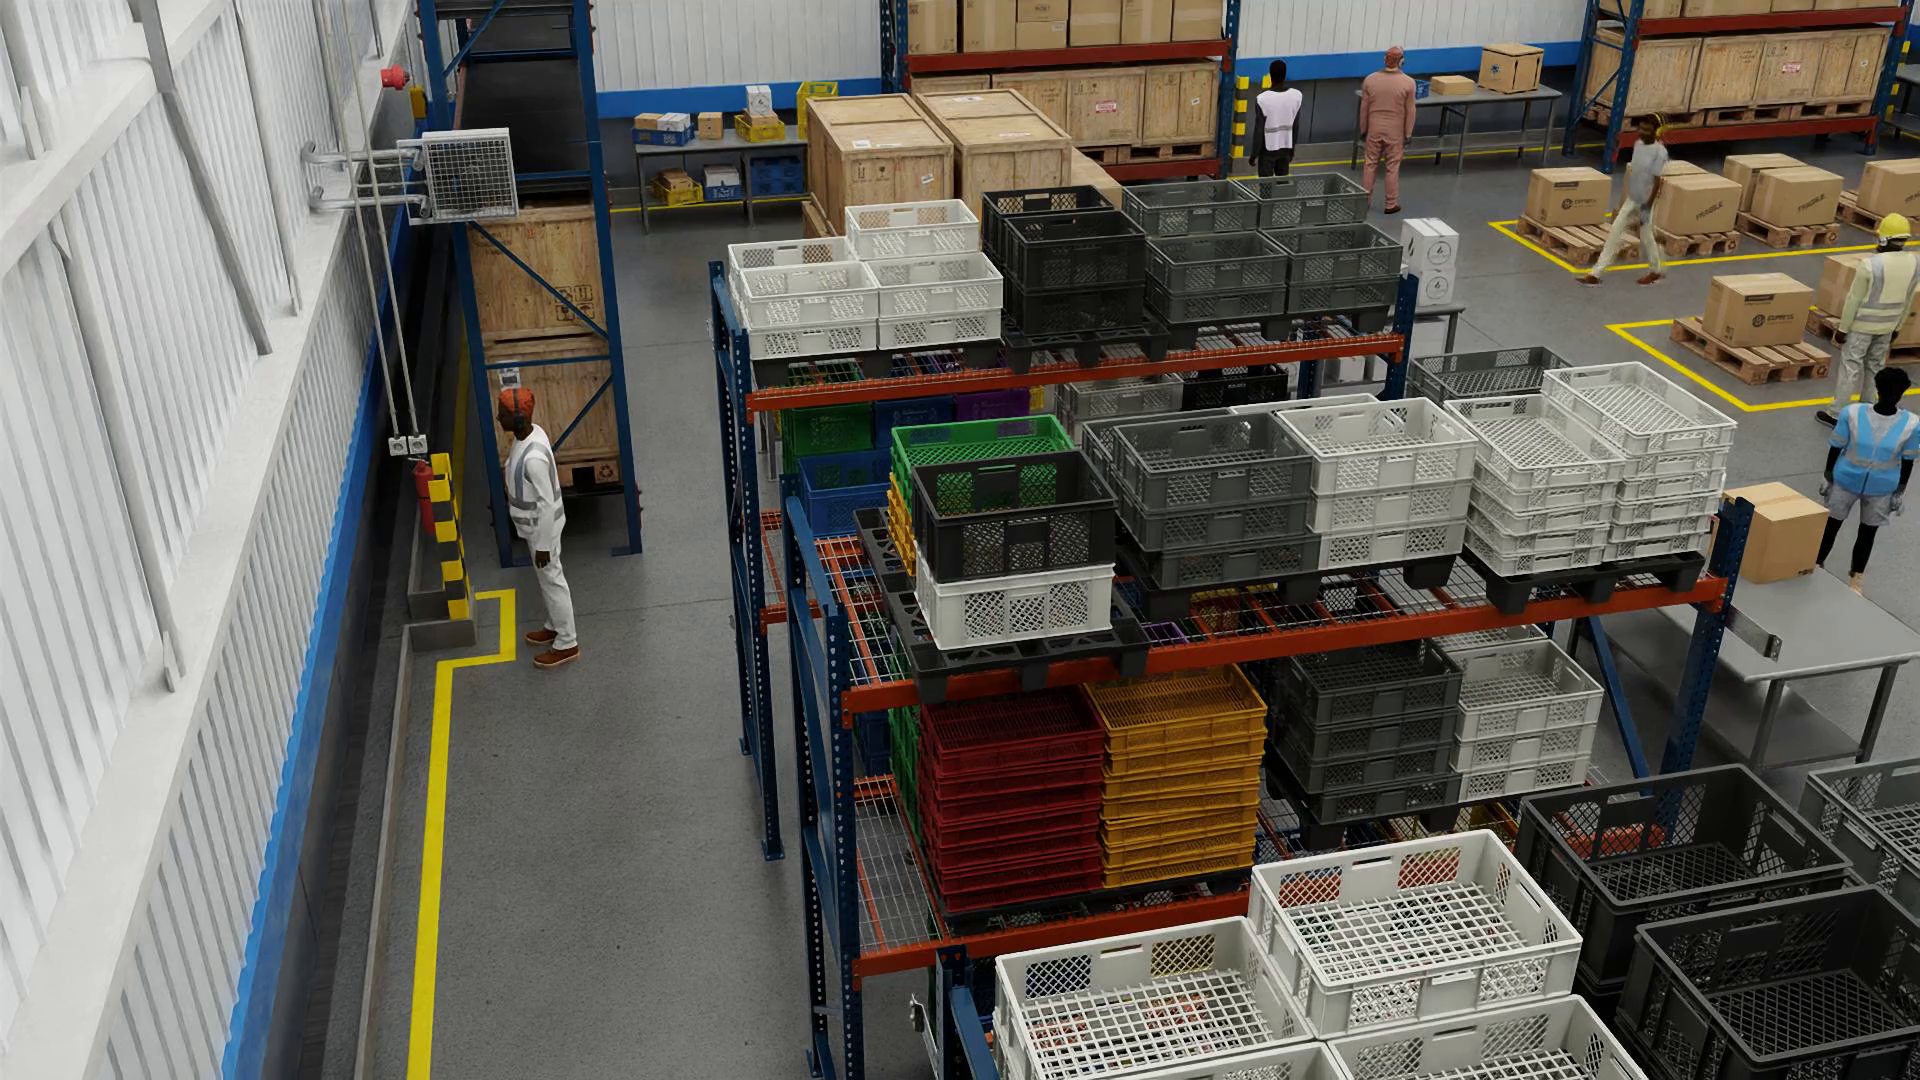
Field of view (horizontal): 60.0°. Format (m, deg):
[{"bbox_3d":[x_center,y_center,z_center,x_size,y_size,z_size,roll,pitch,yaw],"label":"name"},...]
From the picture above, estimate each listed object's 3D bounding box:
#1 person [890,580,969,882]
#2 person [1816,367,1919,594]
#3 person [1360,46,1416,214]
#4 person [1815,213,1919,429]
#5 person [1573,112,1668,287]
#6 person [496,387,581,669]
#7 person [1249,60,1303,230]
[{"bbox_3d":[-0.103,0.909,8.515,0.361,1.939,0.635,-18,33,-30],"label":"person"},{"bbox_3d":[6.094,-0.367,11.199,0.564,1.695,0.316,14,31,25],"label":"person"},{"bbox_3d":[4.949,-4.752,19.292,0.640,1.908,0.409,14,31,25],"label":"person"},{"bbox_3d":[7.542,-1.801,13.784,0.586,1.823,0.403,-5,28,-10],"label":"person"},{"bbox_3d":[6.891,-3.442,16.915,0.978,1.814,0.526,-8,29,-15],"label":"person"},{"bbox_3d":[-2.652,-0.085,10.461,0.342,1.882,0.579,-9,29,-17],"label":"person"},{"bbox_3d":[3.506,-4.365,18.549,0.589,1.915,0.399,-12,30,-21],"label":"person"}]
